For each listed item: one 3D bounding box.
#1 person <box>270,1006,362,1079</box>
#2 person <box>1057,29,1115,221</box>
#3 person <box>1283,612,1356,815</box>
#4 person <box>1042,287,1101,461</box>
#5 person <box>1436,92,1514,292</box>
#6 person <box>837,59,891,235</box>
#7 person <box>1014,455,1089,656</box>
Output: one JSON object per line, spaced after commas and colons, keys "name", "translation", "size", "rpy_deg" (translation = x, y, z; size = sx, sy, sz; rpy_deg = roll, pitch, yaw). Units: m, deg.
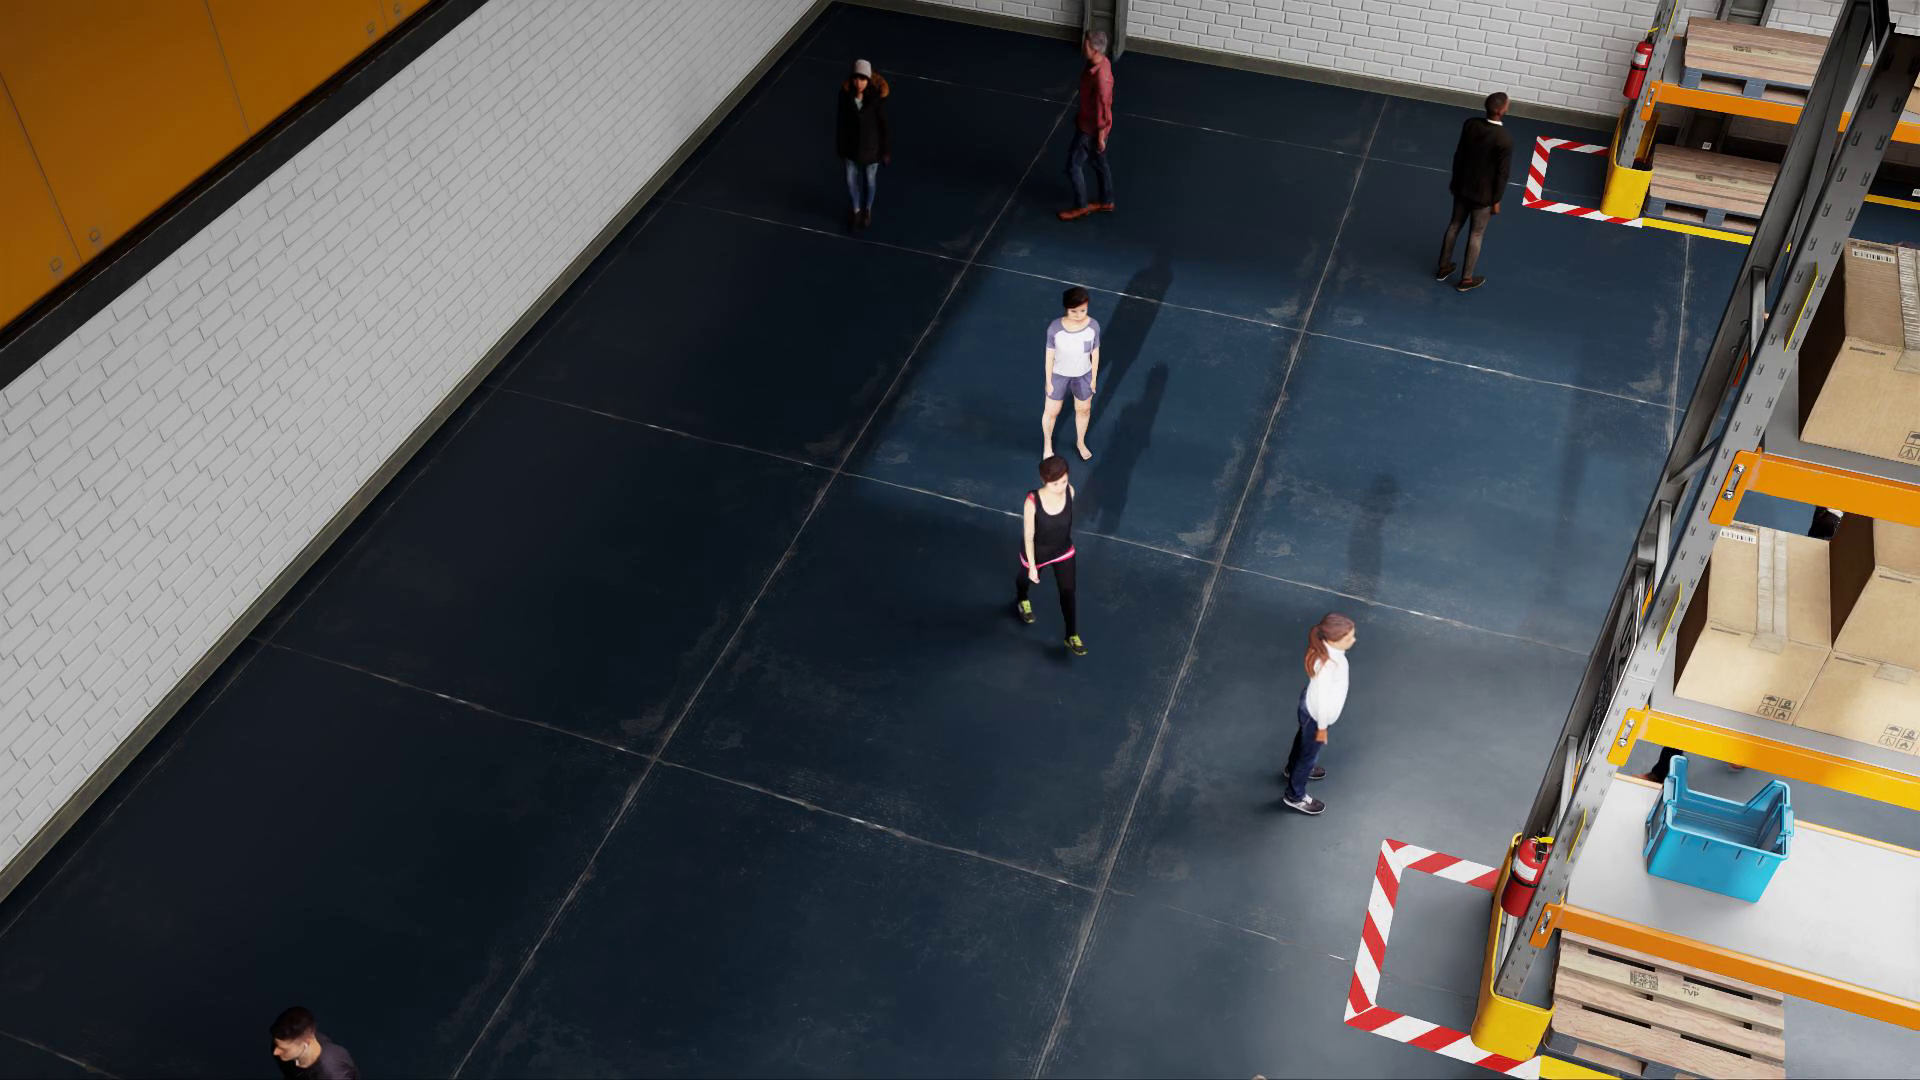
{"name": "person", "translation": [-2.994, 2.762, 8.034], "size": [0.544, 1.764, 0.732], "rpy_deg": [22, 48, 21]}
{"name": "person", "translation": [1.281, -3.666, 14.748], "size": [0.849, 1.810, 0.800], "rpy_deg": [4, 44, 4]}
{"name": "person", "translation": [2.156, 1.006, 10.027], "size": [0.553, 1.558, 0.558], "rpy_deg": [9, 44, 9]}
{"name": "person", "translation": [0.824, -1.245, 12.387], "size": [0.601, 1.562, 0.705], "rpy_deg": [-5, 44, -5]}
{"name": "person", "translation": [4.338, -2.936, 13.990], "size": [0.802, 1.799, 0.688], "rpy_deg": [-29, 51, -27]}
{"name": "person", "translation": [-0.859, -3.537, 14.747], "size": [0.672, 1.625, 0.785], "rpy_deg": [2, 44, 2]}
{"name": "person", "translation": [0.536, 0.006, 11.104], "size": [0.954, 1.519, 1.009], "rpy_deg": [-17, 46, -17]}
